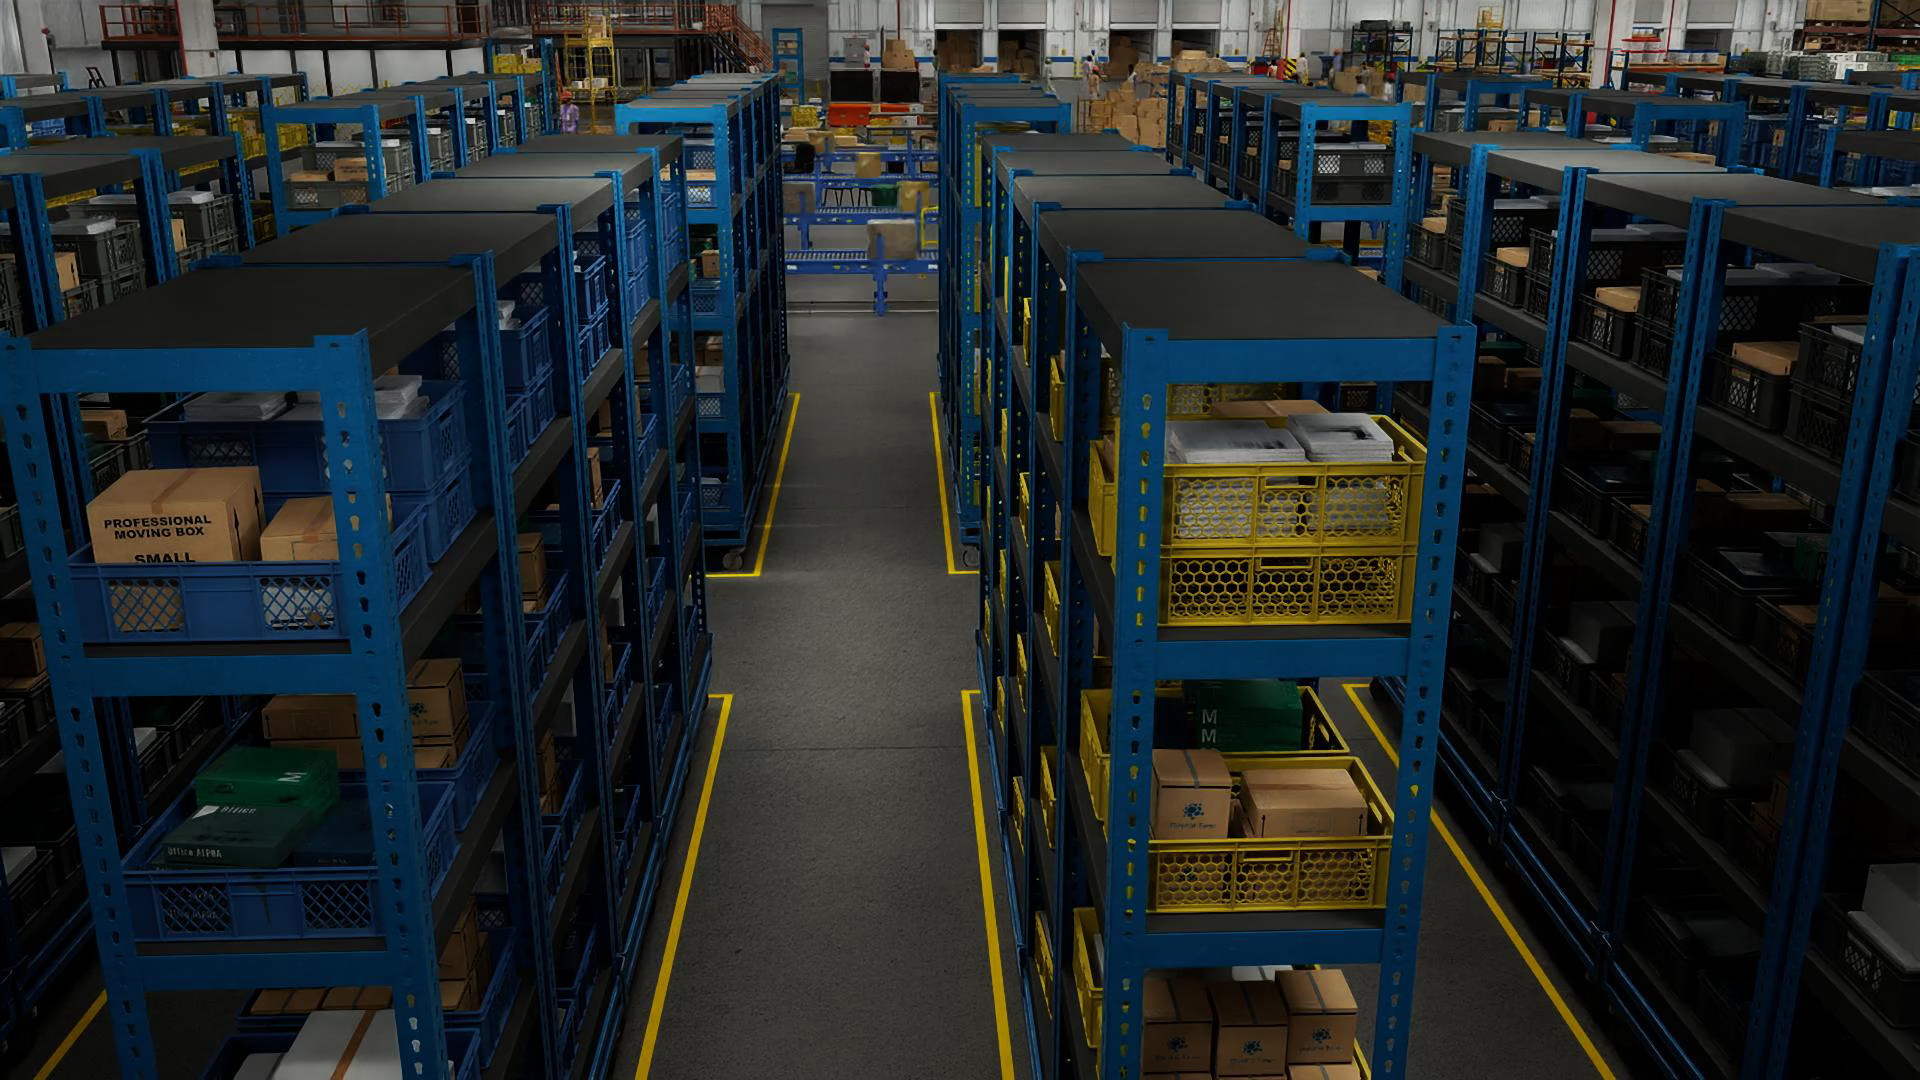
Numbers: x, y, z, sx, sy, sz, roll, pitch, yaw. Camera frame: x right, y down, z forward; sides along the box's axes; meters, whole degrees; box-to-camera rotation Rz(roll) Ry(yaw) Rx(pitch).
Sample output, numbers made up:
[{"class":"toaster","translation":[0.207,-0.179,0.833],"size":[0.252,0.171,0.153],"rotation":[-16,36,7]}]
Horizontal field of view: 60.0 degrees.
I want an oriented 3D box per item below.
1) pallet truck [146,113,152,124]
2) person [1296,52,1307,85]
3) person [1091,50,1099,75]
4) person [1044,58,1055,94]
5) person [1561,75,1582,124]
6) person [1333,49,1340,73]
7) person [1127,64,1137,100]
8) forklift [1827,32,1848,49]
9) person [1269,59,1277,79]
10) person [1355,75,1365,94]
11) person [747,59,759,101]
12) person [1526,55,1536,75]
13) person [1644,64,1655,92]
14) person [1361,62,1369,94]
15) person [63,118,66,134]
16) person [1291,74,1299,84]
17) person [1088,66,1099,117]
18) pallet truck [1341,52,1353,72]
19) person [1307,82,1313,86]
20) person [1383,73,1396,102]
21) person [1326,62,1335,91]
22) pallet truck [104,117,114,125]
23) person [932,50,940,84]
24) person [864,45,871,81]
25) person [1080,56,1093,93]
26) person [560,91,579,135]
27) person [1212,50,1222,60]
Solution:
[{"class":"pallet truck","translation":[-18.087,-8.309,36.390],"size":[1.885,1.965,0.823],"rotation":[-1,18,-4]},{"class":"person","translation":[17.076,-23.378,83.115],"size":[0.362,1.939,0.636],"rotation":[-17,24,-42]},{"class":"person","translation":[6.960,-24.702,87.194],"size":[0.603,1.949,0.389],"rotation":[2,18,7]},{"class":"person","translation":[4.332,-22.555,80.905],"size":[0.688,1.724,0.488],"rotation":[13,22,36]},{"class":"person","translation":[20.167,-14.312,54.896],"size":[0.682,2.000,0.537],"rotation":[10,20,28]},{"class":"person","translation":[20.030,-25.187,88.737],"size":[0.401,1.923,0.570],"rotation":[8,20,23]},{"class":"person","translation":[6.971,-18.306,67.464],"size":[0.399,1.913,0.590],"rotation":[-8,20,-25]},{"class":"forklift","translation":[46.023,-25.321,87.619],"size":[1.129,2.768,1.873],"rotation":[-1,18,-2]},{"class":"person","translation":[15.129,-22.391,80.468],"size":[0.531,1.689,0.322],"rotation":[-15,23,-39]},{"class":"person","translation":[14.380,-15.687,59.511],"size":[0.710,1.821,0.541],"rotation":[2,18,5]},{"class":"person","translation":[-9.282,-20.649,74.755],"size":[0.585,1.882,0.337],"rotation":[2,18,6]},{"class":"person","translation":[27.301,-22.203,79.515],"size":[0.616,1.911,0.419],"rotation":[-15,23,-39]},{"class":"person","translation":[30.730,-20.430,74.101],"size":[0.567,1.878,0.349],"rotation":[-10,20,-27]},{"class":"person","translation":[17.361,-19.595,71.516],"size":[0.328,1.874,0.521],"rotation":[-6,19,-18]},{"class":"person","translation":[-22.979,-10.166,42.282],"size":[0.639,1.908,0.409],"rotation":[-9,20,-25]},{"class":"person","translation":[11.765,-15.244,57.937],"size":[0.727,1.945,0.604],"rotation":[3,18,11]},{"class":"person","translation":[5.264,-17.551,65.089],"size":[0.375,1.933,0.550],"rotation":[-14,22,-36]},{"class":"pallet truck","translation":[18.794,-23.123,82.231],"size":[0.823,1.965,1.885],"rotation":[-13,22,-35]},{"class":"person","translation":[11.941,-14.854,57.134],"size":[0.320,1.692,0.534],"rotation":[7,19,20]},{"class":"person","translation":[15.450,-15.786,59.710],"size":[0.543,1.872,1.021],"rotation":[-17,24,-41]},{"class":"person","translation":[16.457,-20.210,73.526],"size":[0.903,1.817,0.519],"rotation":[8,19,23]},{"class":"pallet truck","translation":[-18.367,-7.885,35.078],"size":[1.885,1.965,0.823],"rotation":[1,18,2]},{"class":"person","translation":[-1.317,-26.048,91.557],"size":[0.429,1.830,0.635],"rotation":[-2,18,-7]},{"class":"person","translation":[-5.273,-27.090,94.513],"size":[0.377,1.995,0.608],"rotation":[-9,20,-26]},{"class":"person","translation":[6.386,-23.125,82.581],"size":[0.978,1.790,0.641],"rotation":[17,24,42]},{"class":"person","translation":[-10.526,-11.036,44.772],"size":[0.605,2.034,0.394],"rotation":[9,20,26]},{"class":"person","translation":[13.444,-24.626,87.000],"size":[0.590,1.923,0.383],"rotation":[-6,19,-18]}]
